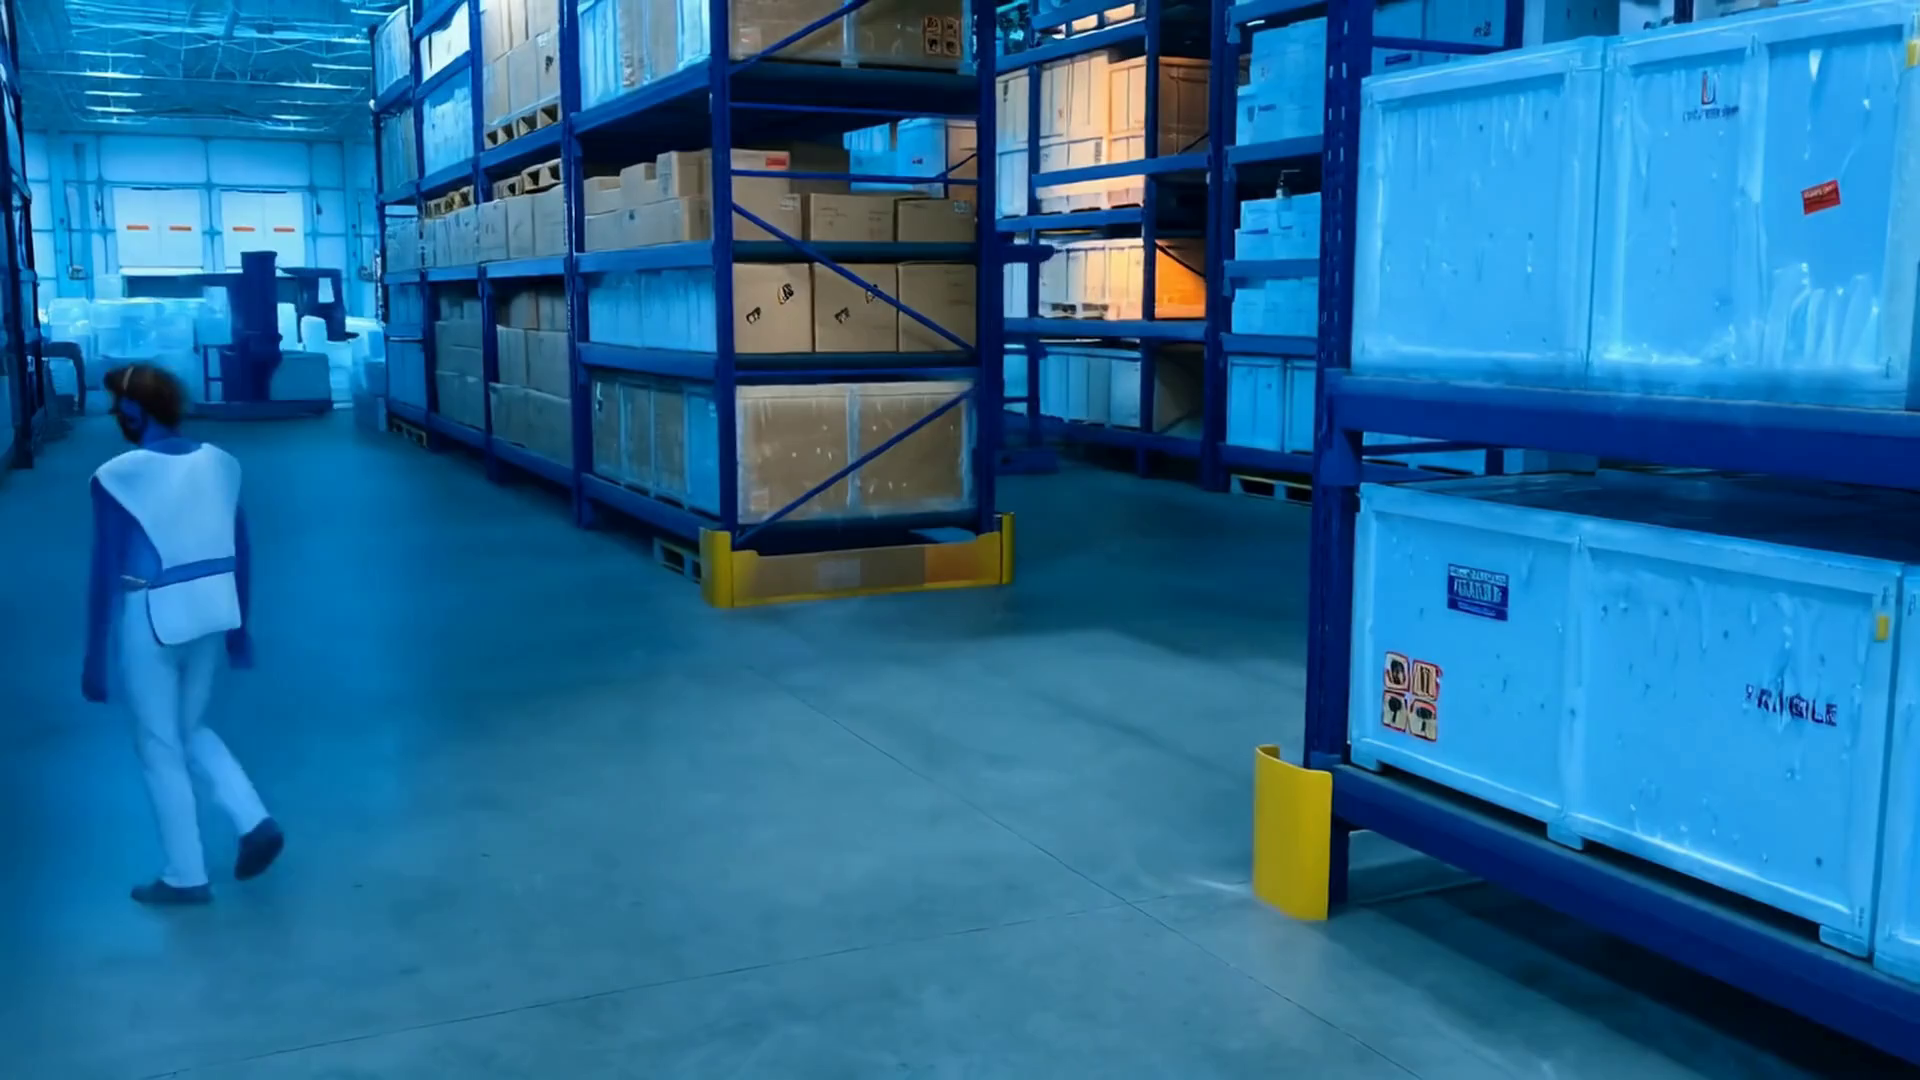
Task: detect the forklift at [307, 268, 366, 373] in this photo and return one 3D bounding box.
[{"bbox_3d":[-16.494,-5.699,43.384,1.129,2.768,1.873,2,9,15],"label":"forklift"}]

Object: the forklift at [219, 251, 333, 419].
[{"bbox_3d":[-11.843,-3.509,28.288,1.873,2.768,1.129,-7,11,-39],"label":"forklift"}]

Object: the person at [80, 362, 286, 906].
[{"bbox_3d":[-2.577,0.326,5.478,0.458,1.820,0.560,3,9,18],"label":"person"}]

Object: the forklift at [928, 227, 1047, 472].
[{"bbox_3d":[-0.079,-2.181,19.130,1.873,2.768,1.129,-4,9,-26],"label":"forklift"}]
